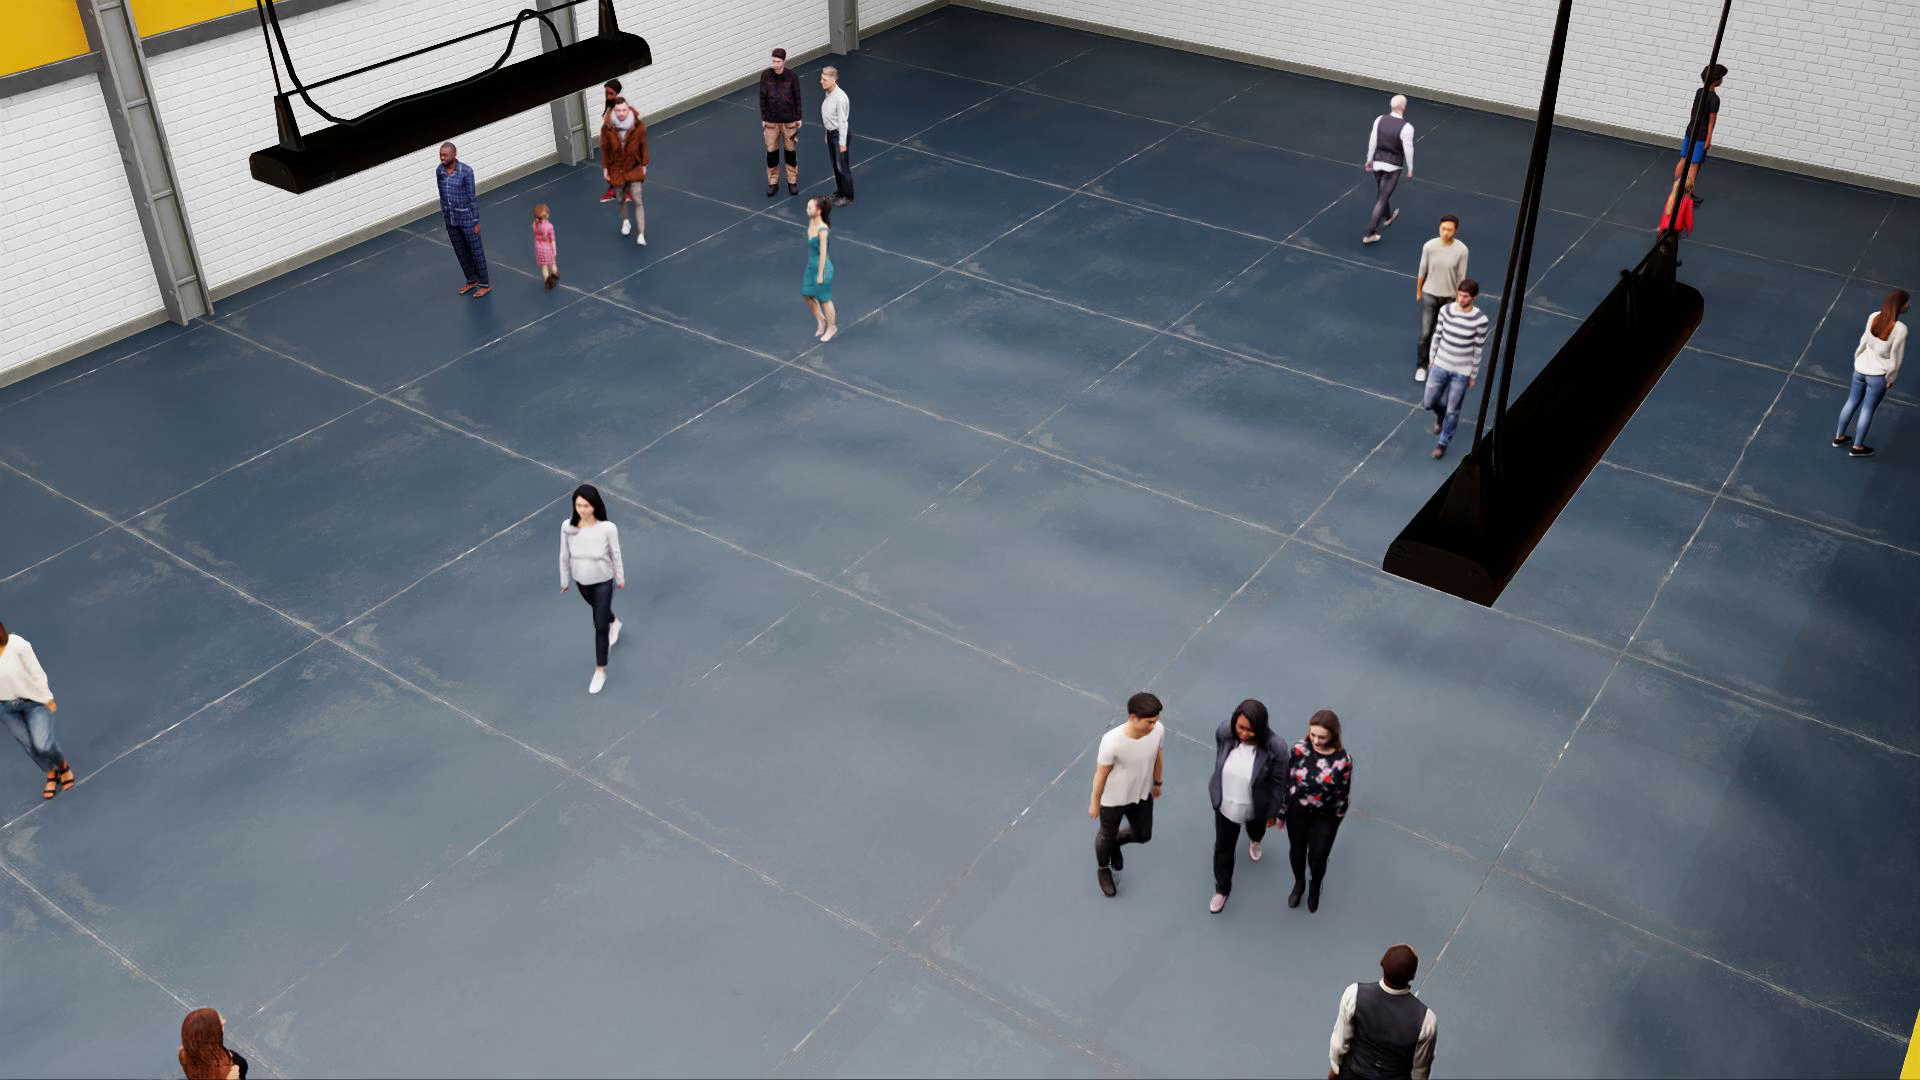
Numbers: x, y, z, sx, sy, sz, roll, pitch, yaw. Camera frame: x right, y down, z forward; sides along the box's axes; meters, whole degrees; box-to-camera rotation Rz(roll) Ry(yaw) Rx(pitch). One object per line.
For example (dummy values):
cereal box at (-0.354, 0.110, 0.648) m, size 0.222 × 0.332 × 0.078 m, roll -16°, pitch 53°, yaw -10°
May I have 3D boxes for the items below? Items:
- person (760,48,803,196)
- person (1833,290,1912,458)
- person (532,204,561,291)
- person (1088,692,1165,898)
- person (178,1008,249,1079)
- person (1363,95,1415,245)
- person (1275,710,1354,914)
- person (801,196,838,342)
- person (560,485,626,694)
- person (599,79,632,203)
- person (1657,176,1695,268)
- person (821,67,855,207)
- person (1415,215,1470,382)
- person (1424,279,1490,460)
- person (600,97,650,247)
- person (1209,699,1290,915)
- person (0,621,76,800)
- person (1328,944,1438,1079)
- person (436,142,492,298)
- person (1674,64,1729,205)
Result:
person at (-2.318, -5.441, 21.564) m, size 0.793 × 1.921 × 0.827 m, roll -2°, pitch 34°, yaw -3°
person at (8.798, -1.617, 16.016) m, size 0.737 × 1.693 × 0.705 m, roll -11°, pitch 35°, yaw -16°
person at (-4.833, -3.382, 19.294) m, size 0.572 × 1.005 × 0.672 m, roll 3°, pitch 34°, yaw 4°
person at (1.091, 1.625, 11.131) m, size 0.835 × 1.701 × 0.920 m, roll -10°, pitch 35°, yaw -15°
person at (-3.964, 3.169, 8.825) m, size 0.774 × 1.684 × 1.233 m, roll 12°, pitch 35°, yaw 17°
person at (5.139, -4.468, 20.224) m, size 1.200 × 1.784 × 0.864 m, roll -28°, pitch 43°, yaw -35°
person at (2.344, 1.734, 10.994) m, size 0.615 × 1.672 × 0.594 m, roll 13°, pitch 36°, yaw 19°
person at (-1.442, -2.930, 18.008) m, size 0.719 × 1.675 × 0.689 m, roll -17°, pitch 37°, yaw -24°
person at (-2.880, 0.271, 13.207) m, size 0.948 × 1.659 × 1.202 m, roll 4°, pitch 34°, yaw 7°
person at (-4.304, -5.135, 21.356) m, size 0.846 × 1.641 × 0.756 m, roll -21°, pitch 39°, yaw -28°
person at (8.271, -3.608, 19.405) m, size 0.902 × 1.258 × 0.732 m, roll -16°, pitch 37°, yaw -23°
person at (-1.562, -5.175, 21.265) m, size 0.751 × 1.809 × 0.739 m, roll -17°, pitch 37°, yaw -24°
person at (5.036, -2.593, 17.400) m, size 0.829 × 1.787 × 1.107 m, roll 11°, pitch 35°, yaw 16°
person at (4.778, -1.690, 15.994) m, size 0.652 × 1.840 × 0.770 m, roll 22°, pitch 39°, yaw 29°
person at (-4.095, -4.520, 20.301) m, size 1.156 × 1.784 × 1.231 m, roll -4°, pitch 34°, yaw -6°
person at (1.941, 1.680, 11.169) m, size 0.842 × 1.567 × 1.152 m, roll 12°, pitch 35°, yaw 17°
person at (-6.691, 1.121, 11.918) m, size 0.737 × 1.670 × 0.784 m, roll -3°, pitch 34°, yaw -5°
person at (2.250, 2.912, 9.001) m, size 0.724 × 1.916 × 0.628 m, roll 15°, pitch 36°, yaw 21°
person at (-5.675, -3.674, 18.998) m, size 0.711 × 1.819 × 0.671 m, roll 12°, pitch 35°, yaw 17°
person at (9.480, -5.217, 21.337) m, size 0.748 × 1.798 × 0.691 m, roll -7°, pitch 34°, yaw -10°
